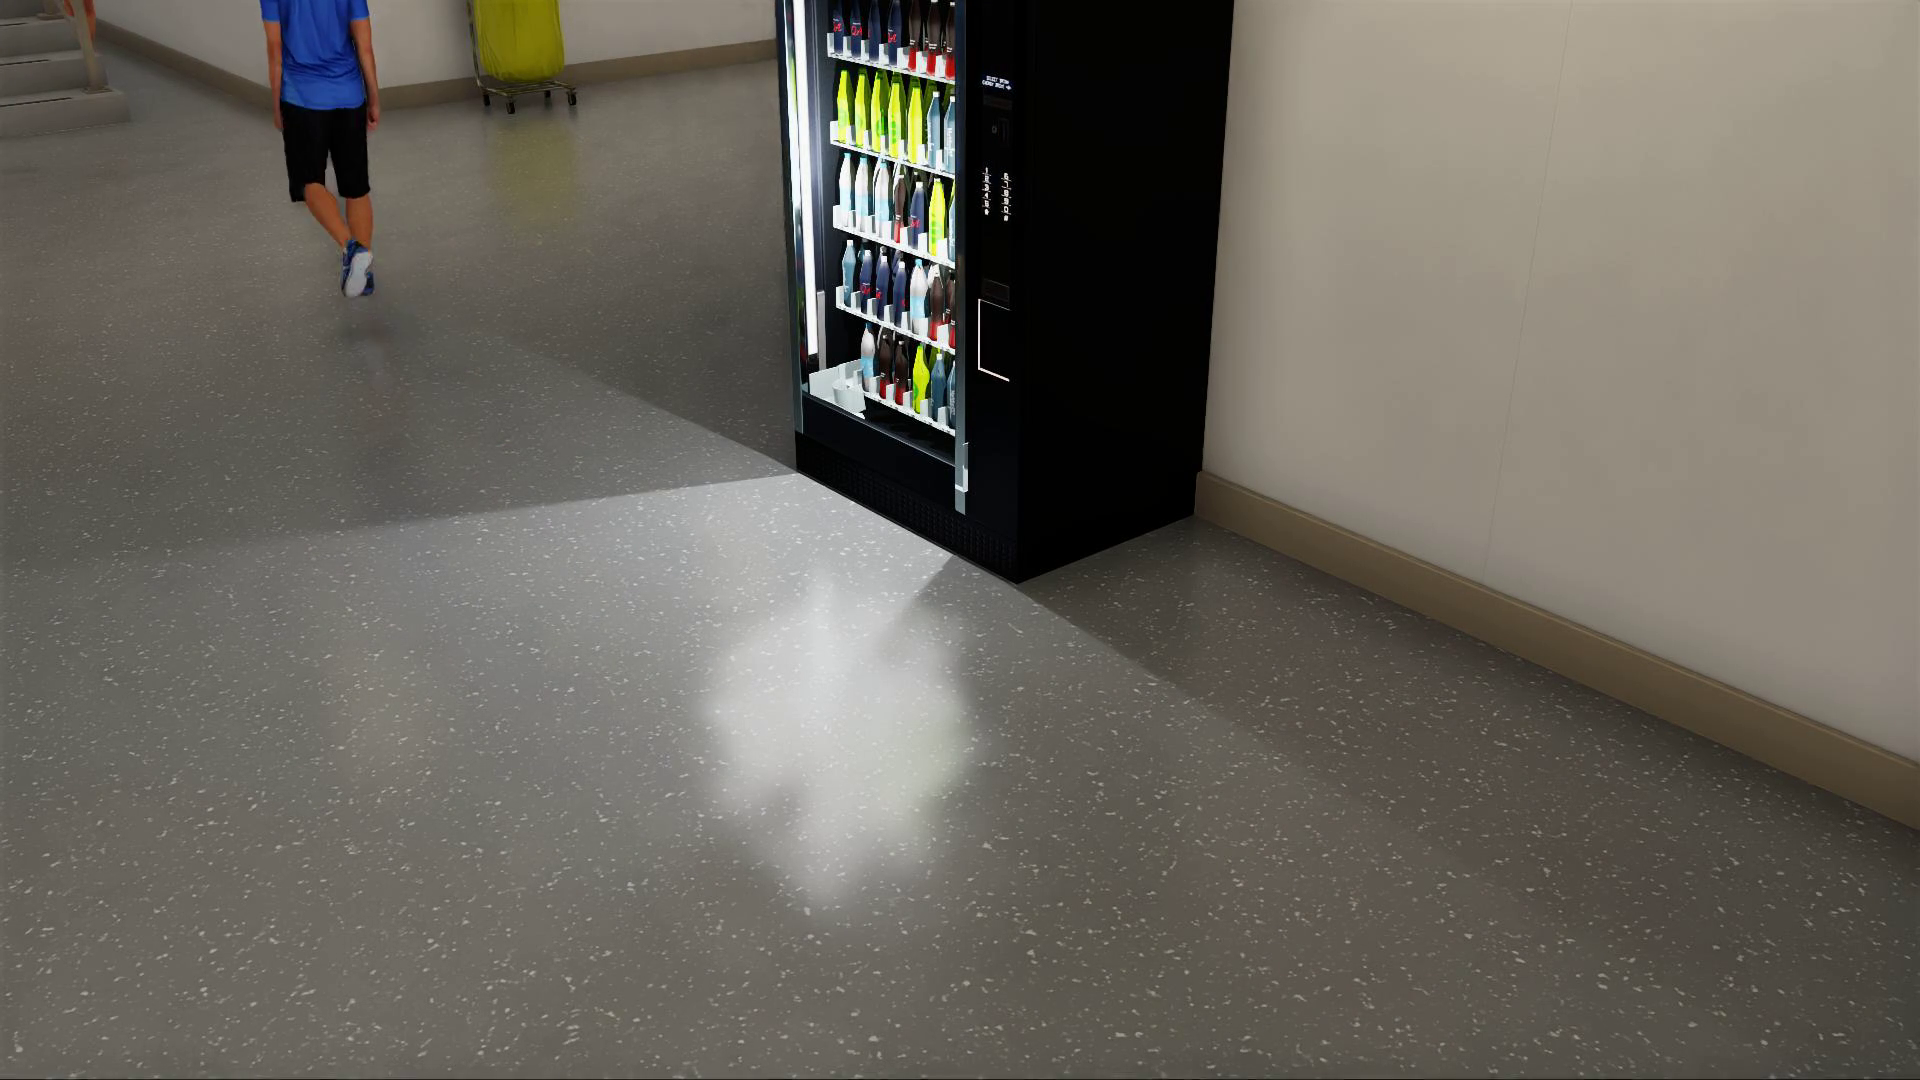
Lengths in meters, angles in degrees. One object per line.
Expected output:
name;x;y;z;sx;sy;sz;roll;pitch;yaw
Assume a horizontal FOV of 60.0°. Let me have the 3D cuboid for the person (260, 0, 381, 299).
person;-2.838;-1.951;7.475;0.699;1.852;1.004;-15;30;-29
